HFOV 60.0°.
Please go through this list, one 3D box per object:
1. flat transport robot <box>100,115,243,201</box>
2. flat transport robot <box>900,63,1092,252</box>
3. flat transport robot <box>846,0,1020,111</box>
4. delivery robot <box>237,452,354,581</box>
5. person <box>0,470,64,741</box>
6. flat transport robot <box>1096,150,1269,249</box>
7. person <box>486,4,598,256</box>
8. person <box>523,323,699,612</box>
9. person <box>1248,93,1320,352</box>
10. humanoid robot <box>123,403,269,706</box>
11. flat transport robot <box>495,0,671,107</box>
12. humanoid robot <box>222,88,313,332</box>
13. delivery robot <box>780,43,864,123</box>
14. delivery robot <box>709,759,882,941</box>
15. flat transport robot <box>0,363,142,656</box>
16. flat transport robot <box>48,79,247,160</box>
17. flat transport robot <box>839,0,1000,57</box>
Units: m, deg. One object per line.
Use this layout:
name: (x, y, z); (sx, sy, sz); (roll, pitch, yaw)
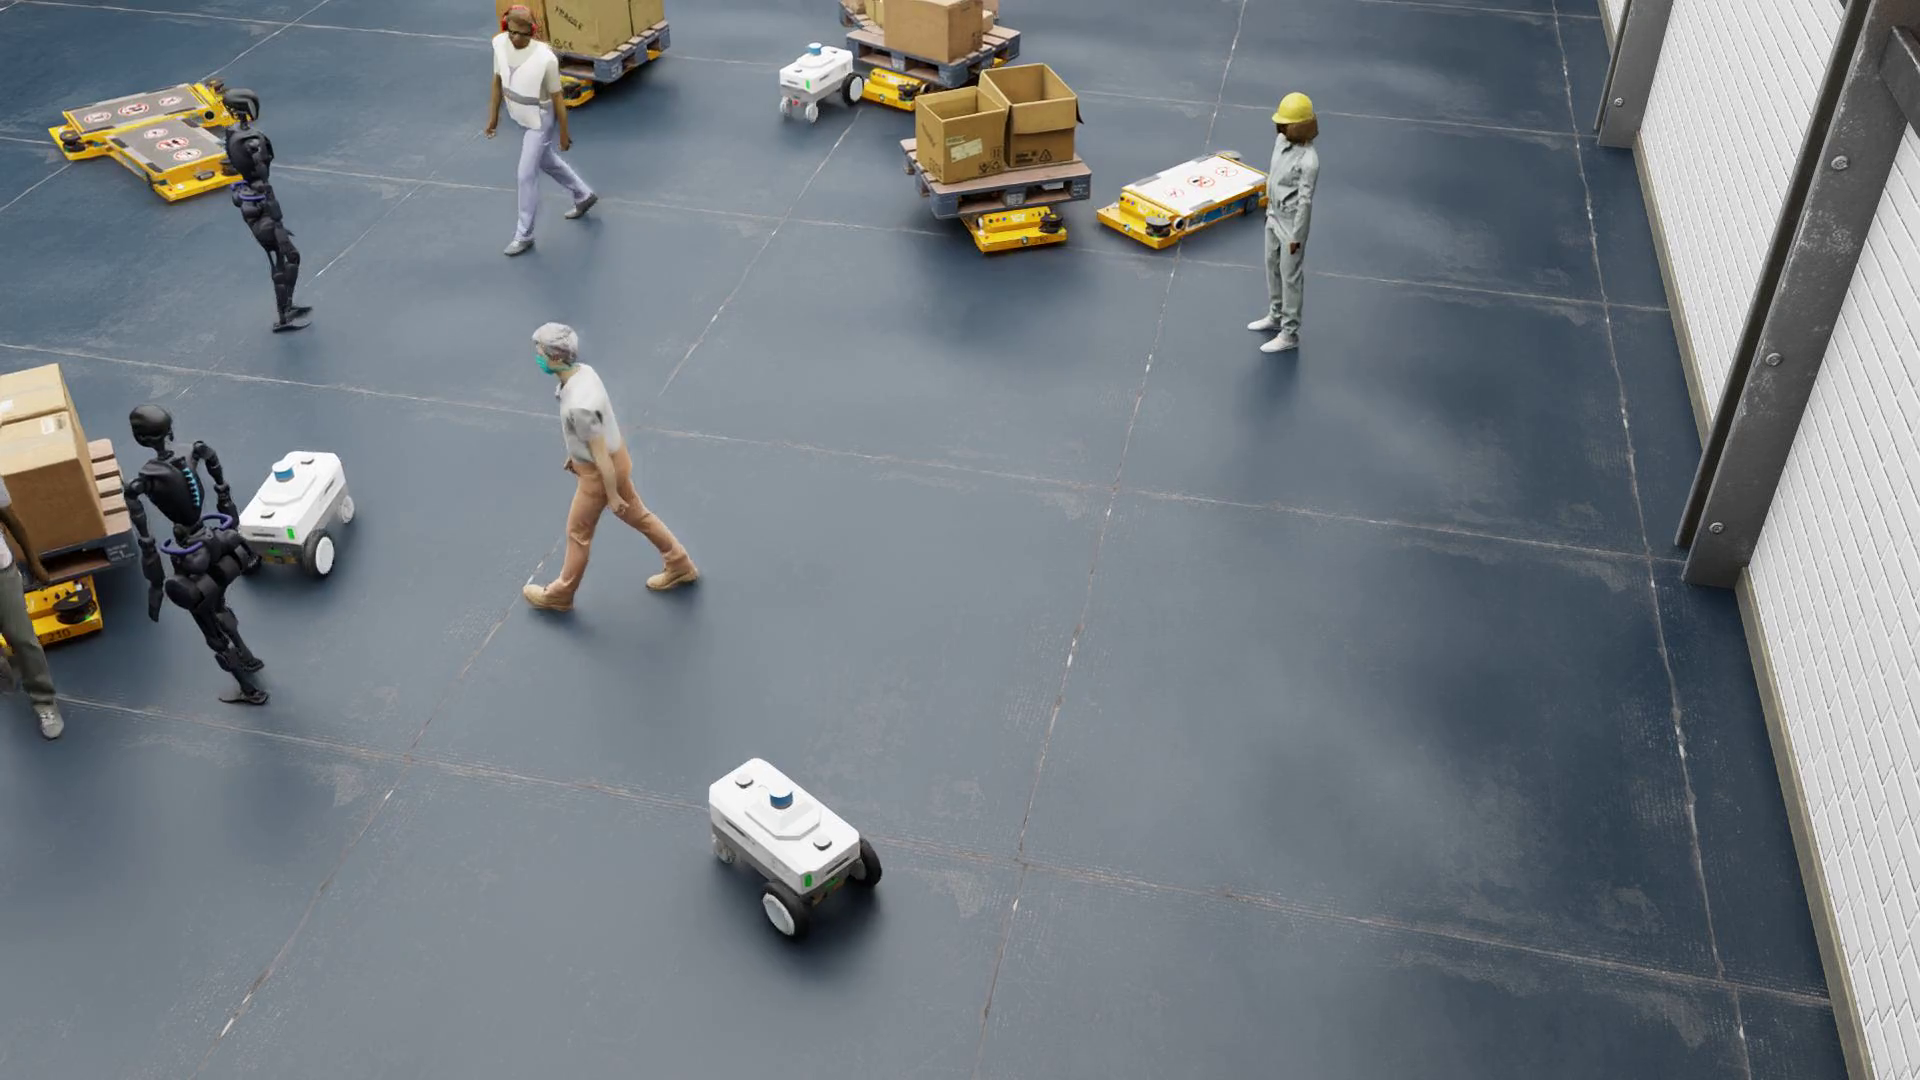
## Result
flat transport robot: (-6.349, -3.104, 13.373); (0.659, 0.231, 1.431); (-30, 46, -34)
flat transport robot: (0.273, -2.627, 12.734); (0.659, 0.231, 1.431); (-10, 38, -14)
flat transport robot: (-0.247, -4.191, 14.826); (0.659, 0.231, 1.431); (24, 43, 29)
delivery robot: (-3.681, -0.159, 9.187); (0.499, 0.589, 0.784); (4, 37, 5)
person: (-4.610, 0.140, 7.743); (0.587, 1.817, 0.508); (-21, 42, -26)
flat transport robot: (1.782, -2.614, 12.717); (1.431, 0.231, 0.659); (-27, 44, -31)
person: (-3.035, -3.018, 11.985); (0.600, 1.790, 0.905); (28, 45, 32)
person: (-1.857, -0.365, 8.526); (0.941, 1.685, 0.489); (-6, 37, -8)
person: (2.096, -2.051, 10.739); (0.330, 1.737, 0.487); (-10, 38, -13)
humanoid robot: (-3.634, 0.095, 7.920); (0.350, 1.645, 0.608); (14, 39, 18)
flat transport robot: (-3.336, -4.255, 14.912); (0.659, 0.231, 1.431); (14, 39, 18)
humanoid robot: (-4.580, -2.157, 10.932); (0.323, 1.646, 0.614); (-23, 42, -27)
delivery robot: (-1.218, -3.960, 14.287); (0.499, 0.604, 0.808); (20, 41, 25)
delivery robot: (-0.754, 1.295, 7.236); (0.768, 0.581, 0.499); (31, 46, 34)
flat transport robot: (-5.120, 0.121, 9.057); (0.659, 0.231, 1.431); (-18, 40, -22)
flat transport robot: (-6.812, -3.527, 13.938); (1.431, 0.231, 0.659); (-24, 43, -28)
flat transport robot: (-0.383, -4.588, 15.359); (0.659, 0.231, 1.431); (-13, 39, -17)
